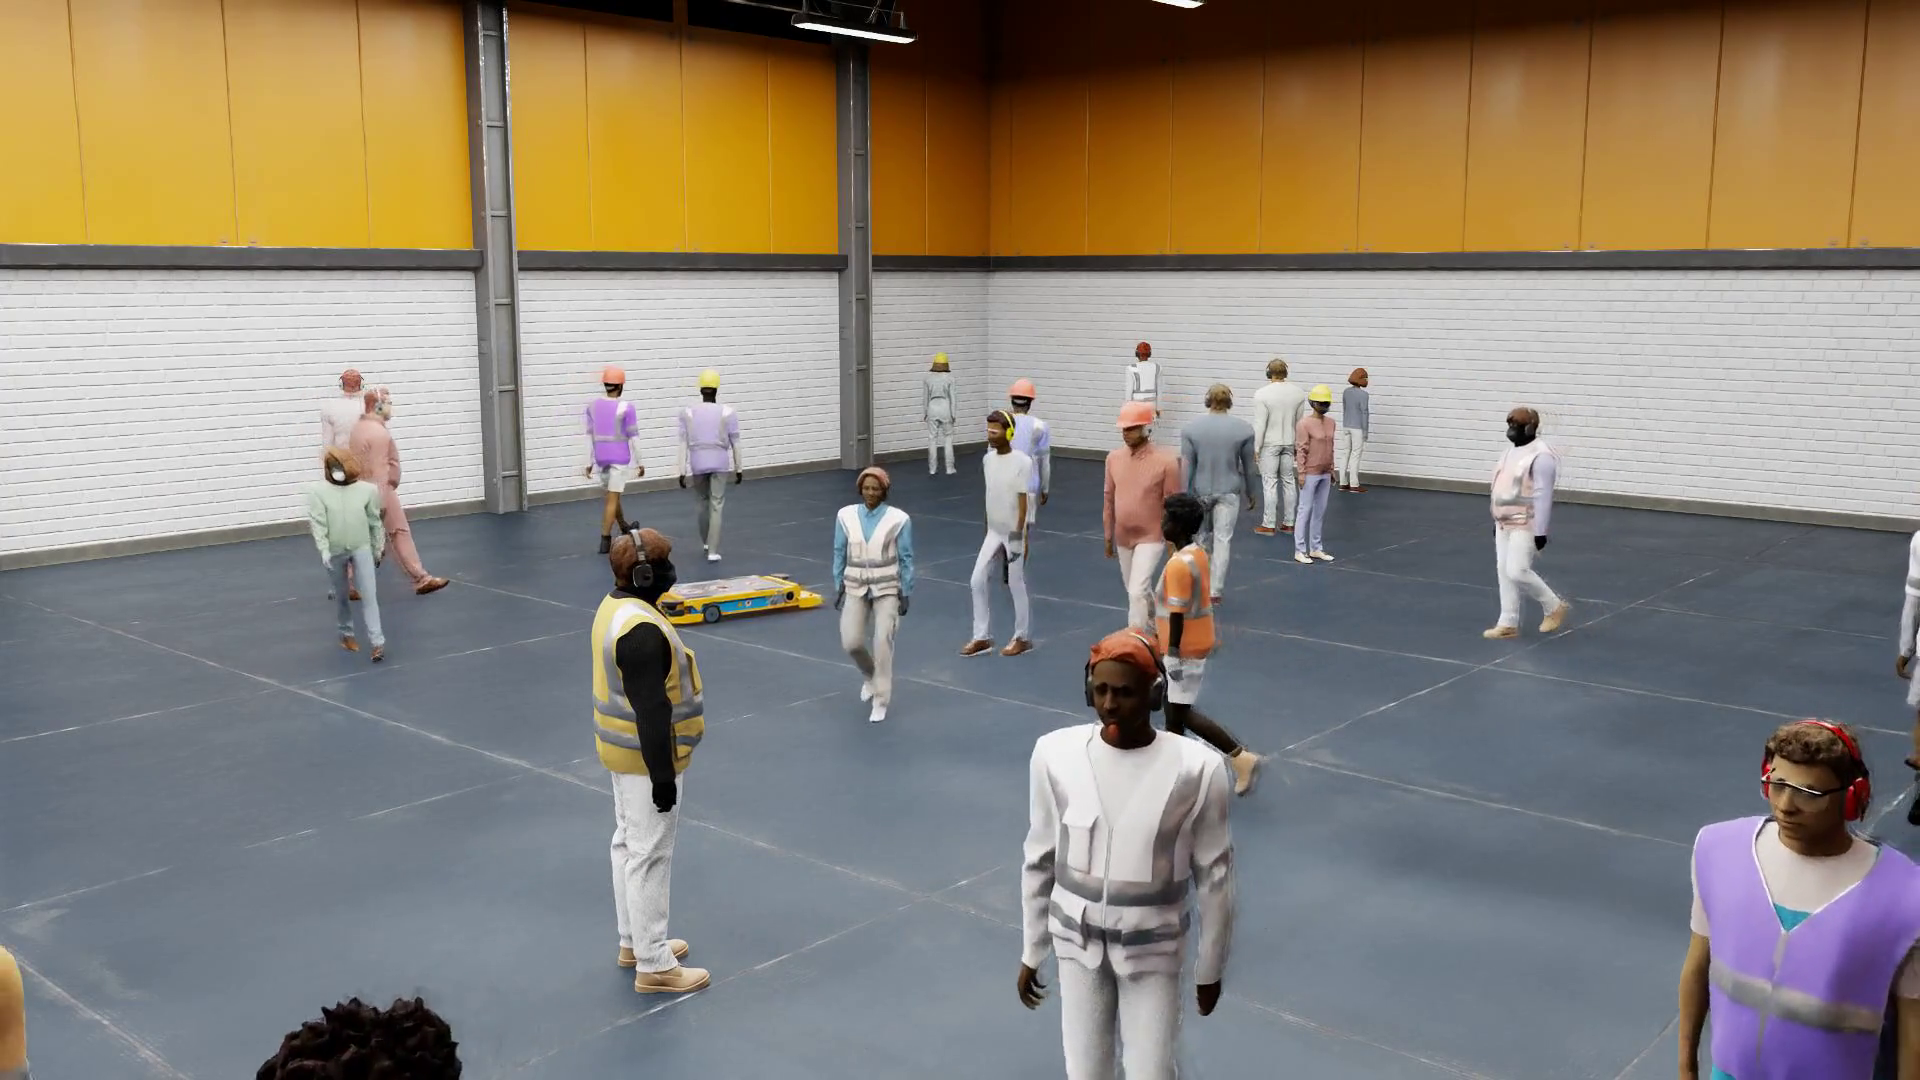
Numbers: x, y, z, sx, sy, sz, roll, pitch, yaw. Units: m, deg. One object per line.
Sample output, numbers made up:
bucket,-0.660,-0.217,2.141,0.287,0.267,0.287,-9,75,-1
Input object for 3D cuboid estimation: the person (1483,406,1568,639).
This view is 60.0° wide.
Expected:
person,4.379,-0.122,12.883,0.546,1.833,0.623,-2,9,-10

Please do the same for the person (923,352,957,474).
person,-0.284,-1.806,23.733,0.495,1.742,0.318,2,9,11

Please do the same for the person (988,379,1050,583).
person,0.543,-0.503,15.067,0.557,1.895,0.905,1,9,7

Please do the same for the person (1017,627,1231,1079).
person,0.470,1.157,4.733,0.580,1.868,0.511,4,10,23

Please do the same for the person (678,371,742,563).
person,-2.489,-0.749,16.679,0.611,1.871,0.992,0,9,1

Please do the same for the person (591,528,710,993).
person,-1.234,0.867,6.635,0.429,1.846,0.627,-4,10,-22

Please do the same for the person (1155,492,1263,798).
person,1.290,0.582,8.946,0.670,1.681,0.543,3,10,18

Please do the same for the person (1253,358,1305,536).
person,3.456,-1.010,18.128,0.634,1.936,0.351,-4,10,-24

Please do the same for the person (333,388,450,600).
person,-5.063,-0.401,14.559,1.003,1.855,0.660,-8,12,-40

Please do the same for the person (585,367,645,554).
person,-3.540,-0.844,17.237,0.570,1.883,0.987,3,10,20

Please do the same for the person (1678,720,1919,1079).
person,2.024,1.300,3.997,0.720,1.823,0.569,-8,12,-42

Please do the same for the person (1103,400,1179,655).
person,1.341,-0.048,12.053,0.620,1.959,0.967,7,12,39

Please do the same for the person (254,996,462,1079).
person,-0.687,1.512,2.283,0.608,1.946,0.755,5,10,27

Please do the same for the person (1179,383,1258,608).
person,2.249,-0.405,14.428,0.654,1.898,0.948,2,9,13

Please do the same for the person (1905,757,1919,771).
person,5.721,0.441,9.344,0.990,1.834,0.653,-4,10,-22

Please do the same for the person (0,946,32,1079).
person,-2.067,1.370,3.226,0.560,1.918,0.538,-2,9,-11

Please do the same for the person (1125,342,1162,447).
person,2.620,-1.892,23.834,0.578,1.883,0.353,-3,10,-20

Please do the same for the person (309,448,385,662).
person,-4.521,0.099,12.295,0.495,1.574,0.864,-4,10,-23

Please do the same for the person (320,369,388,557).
person,-6.030,-0.754,16.614,0.641,1.908,0.407,-5,10,-28

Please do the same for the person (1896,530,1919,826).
person,5.011,0.558,8.328,0.575,1.921,0.528,7,11,38

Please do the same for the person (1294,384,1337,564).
person,3.531,-0.652,16.413,0.535,1.767,0.317,-7,11,-37

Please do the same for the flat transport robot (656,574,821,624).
flat transport robot,-1.946,0.483,13.963,1.431,0.197,0.652,-7,11,-36

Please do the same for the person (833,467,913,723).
person,-0.546,0.334,10.634,0.533,1.625,0.414,2,9,12

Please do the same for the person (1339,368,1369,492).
person,5.181,-1.437,21.779,0.272,1.627,0.495,-4,10,-25

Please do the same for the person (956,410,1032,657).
person,0.275,-0.023,12.238,0.514,1.848,0.713,8,12,42
